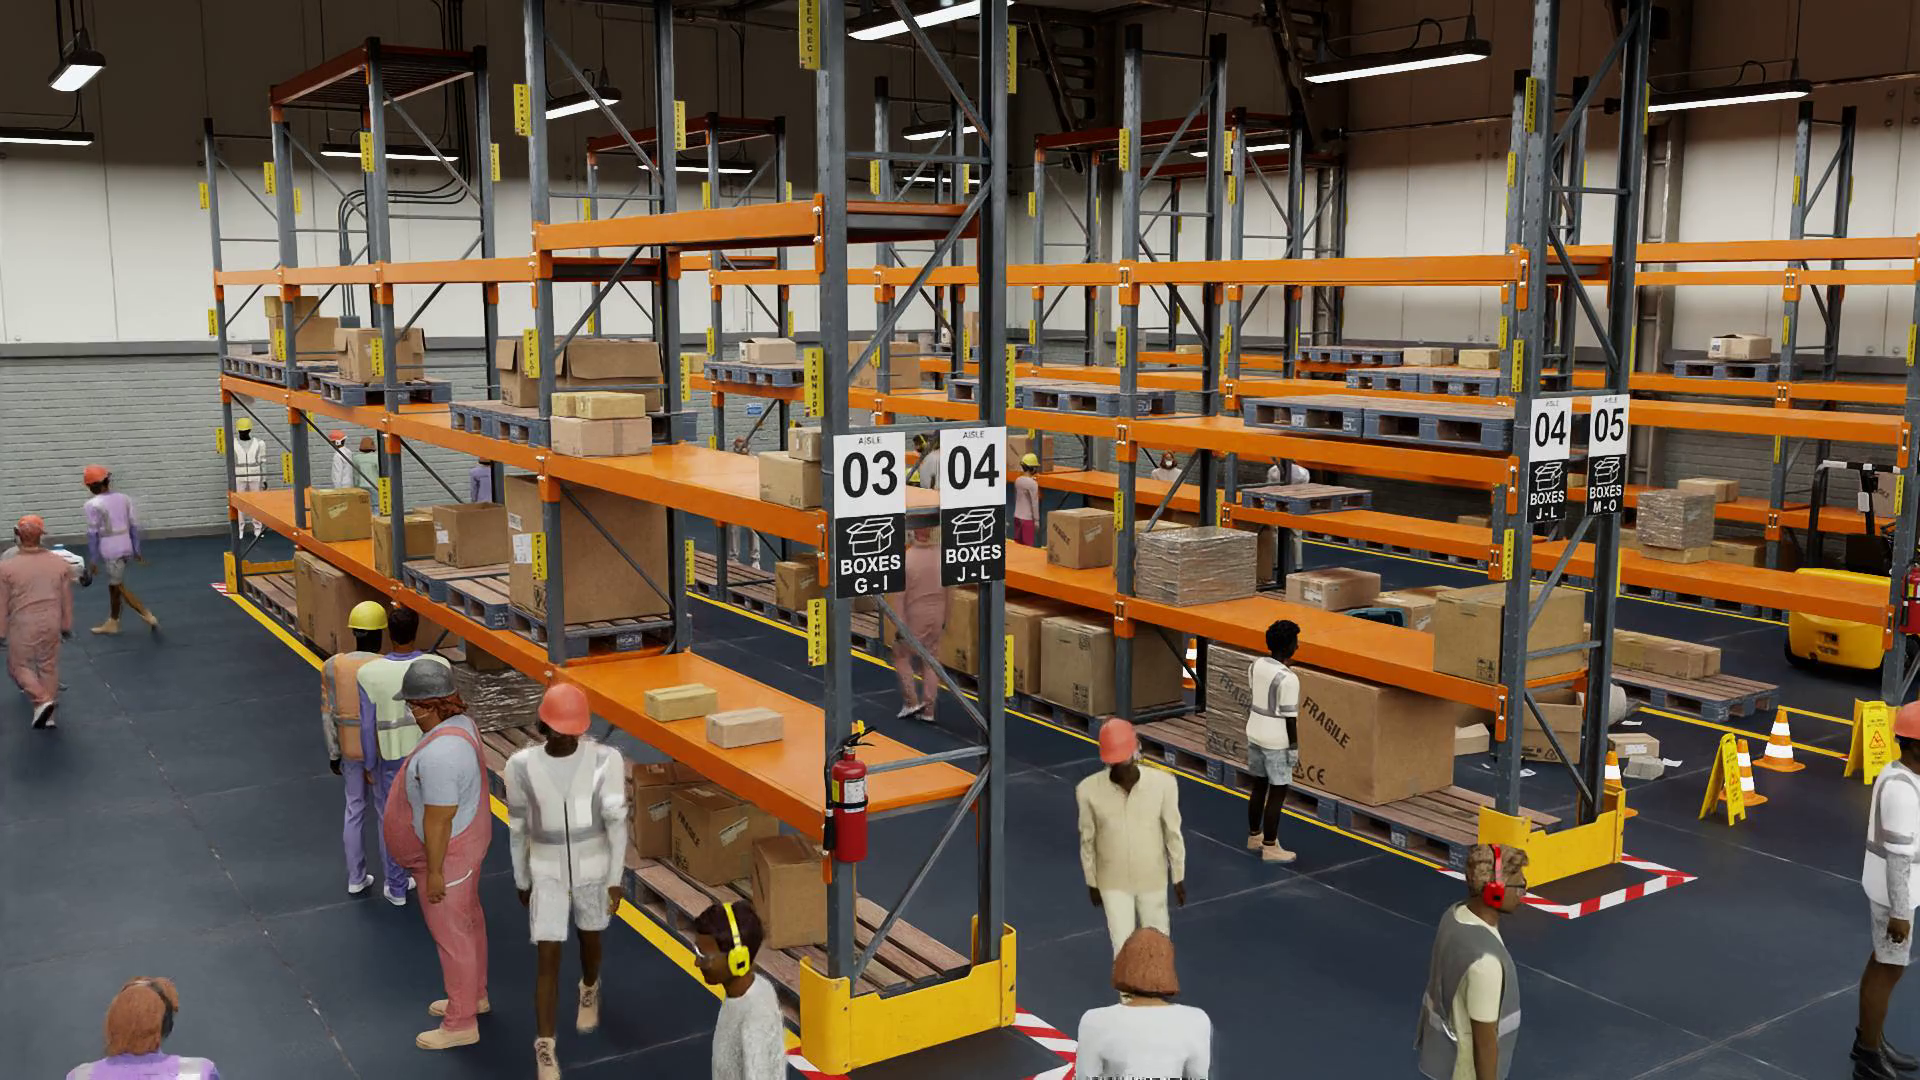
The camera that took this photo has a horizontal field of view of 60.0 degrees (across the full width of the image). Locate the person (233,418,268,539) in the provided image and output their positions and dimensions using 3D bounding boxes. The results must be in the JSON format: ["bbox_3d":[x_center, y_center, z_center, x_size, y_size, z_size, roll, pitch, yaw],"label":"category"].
[{"bbox_3d":[-11.239,-0.973,26.235,0.588,1.923,0.383,-4,10,-26],"label":"person"}]

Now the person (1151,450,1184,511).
[{"bbox_3d":[2.978,-0.481,23.914,0.500,1.633,0.284,-1,9,-4],"label":"person"}]

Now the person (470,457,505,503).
[{"bbox_3d":[-6.843,-0.519,24.164,0.507,1.632,0.273,-1,9,-7],"label":"person"}]

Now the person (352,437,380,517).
[{"bbox_3d":[-9.282,-0.810,26.134,0.502,1.629,0.287,1,9,8],"label":"person"}]

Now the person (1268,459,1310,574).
[{"bbox_3d":[4.528,-0.428,22.934,0.596,1.828,0.403,3,9,21],"label":"person"}]

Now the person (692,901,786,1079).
[{"bbox_3d":[-0.763,2.141,5.724,0.349,1.857,0.528,-1,9,-9],"label":"person"}]

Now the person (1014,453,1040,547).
[{"bbox_3d":[0.898,-0.275,22.158,0.352,1.760,0.517,-4,9,-25],"label":"person"}]

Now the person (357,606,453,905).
[{"bbox_3d":[-3.512,1.375,10.615,0.591,1.919,0.391,-4,9,-24],"label":"person"}]

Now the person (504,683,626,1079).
[{"bbox_3d":[-1.991,1.680,8.447,0.595,1.976,1.051,-2,9,-13],"label":"person"}]

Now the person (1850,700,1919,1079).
[{"bbox_3d":[4.654,1.730,8.189,0.373,1.934,0.551,5,10,29],"label":"person"}]

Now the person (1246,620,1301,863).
[{"bbox_3d":[2.152,1.374,11.393,0.325,1.685,0.539,-3,9,-20],"label":"person"}]

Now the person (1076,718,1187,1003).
[{"bbox_3d":[0.899,1.746,8.776,0.585,1.722,0.547,0,9,3],"label":"person"}]

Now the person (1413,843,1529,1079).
[{"bbox_3d":[1.950,2.052,6.403,0.385,1.833,0.560,1,9,7],"label":"person"}]

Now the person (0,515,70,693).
[{"bbox_3d":[-8.999,0.626,16.177,0.564,1.742,0.347,2,9,14],"label":"person"}]

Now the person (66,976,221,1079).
[{"bbox_3d":[-2.748,2.276,5.691,0.545,1.592,0.862,-1,9,-5],"label":"person"}]

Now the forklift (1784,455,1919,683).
[{"bbox_3d":[9.643,0.253,17.172,2.313,2.155,1.214,-6,10,-33],"label":"forklift"}]

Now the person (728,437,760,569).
[{"bbox_3d":[-3.012,-0.491,23.121,0.636,1.899,0.401,0,9,-3],"label":"person"}]

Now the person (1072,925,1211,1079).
[{"bbox_3d":[0.660,2.210,6.073,0.521,1.612,0.621,-1,9,-6],"label":"person"}]

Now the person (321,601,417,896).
[{"bbox_3d":[-3.806,1.348,10.765,0.594,1.925,0.377,1,9,9],"label":"person"}]

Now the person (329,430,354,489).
[{"bbox_3d":[-9.703,-0.861,26.084,0.349,1.743,0.563,0,9,-2],"label":"person"}]

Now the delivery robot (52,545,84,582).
[{"bbox_3d":[-11.874,0.305,21.947,0.707,0.478,0.477,7,11,39],"label":"delivery robot"}]

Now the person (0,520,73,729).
[{"bbox_3d":[-8.198,0.766,14.759,0.502,1.889,0.659,6,10,34],"label":"person"}]

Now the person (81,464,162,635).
[{"bbox_3d":[-9.442,0.130,18.708,0.899,2.002,0.625,2,9,14],"label":"person"}]

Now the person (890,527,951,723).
[{"bbox_3d":[-0.374,0.718,15.080,0.661,1.887,0.485,-5,10,-32],"label":"person"}]

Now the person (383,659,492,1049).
[{"bbox_3d":[-2.730,1.602,8.698,0.536,2.000,0.683,-1,9,-8],"label":"person"}]
